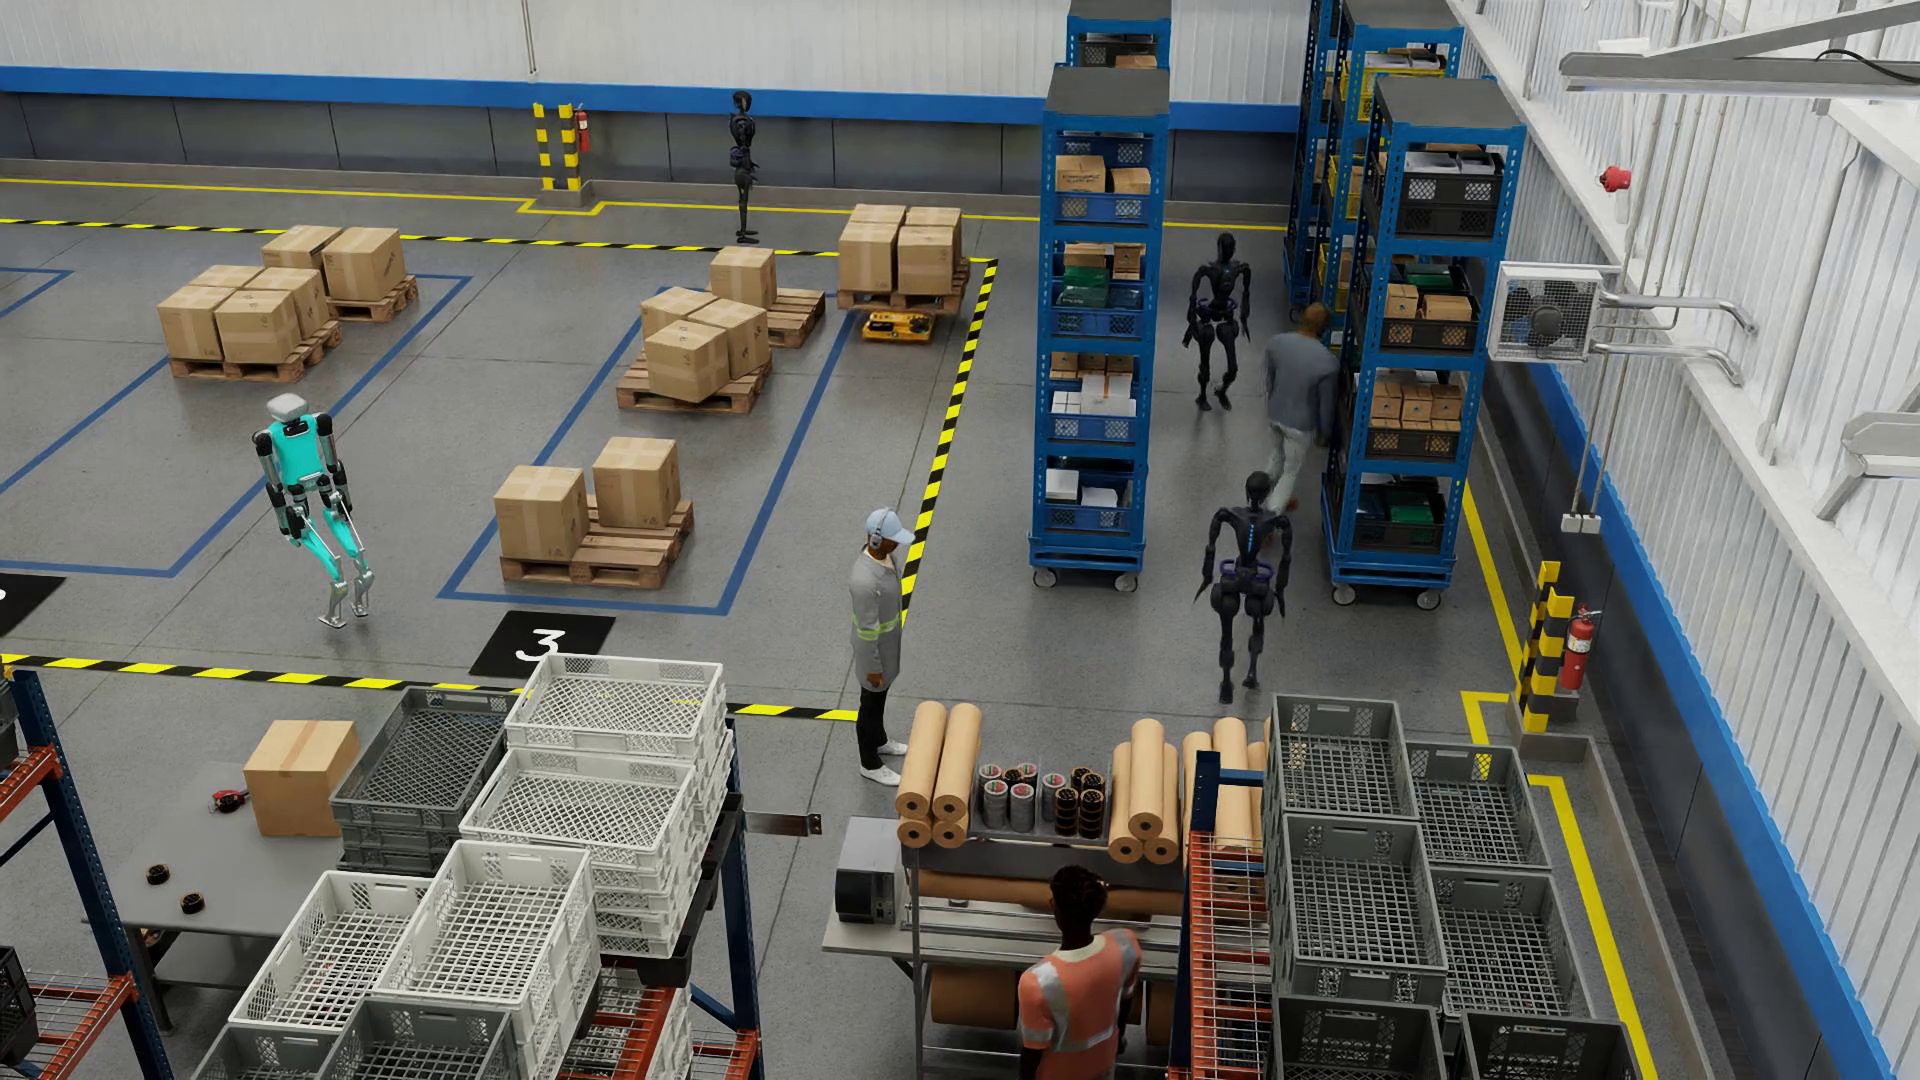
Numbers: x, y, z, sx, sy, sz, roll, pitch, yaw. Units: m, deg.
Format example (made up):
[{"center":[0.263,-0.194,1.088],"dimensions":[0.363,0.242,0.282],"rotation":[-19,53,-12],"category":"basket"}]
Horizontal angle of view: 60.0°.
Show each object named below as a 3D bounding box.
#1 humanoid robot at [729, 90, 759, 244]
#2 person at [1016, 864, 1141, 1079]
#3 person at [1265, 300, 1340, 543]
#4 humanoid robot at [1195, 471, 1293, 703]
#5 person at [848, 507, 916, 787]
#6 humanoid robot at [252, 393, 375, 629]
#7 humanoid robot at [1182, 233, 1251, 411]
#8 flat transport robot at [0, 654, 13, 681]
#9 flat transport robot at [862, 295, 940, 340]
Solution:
[{"center":[-2.377,-4.135,18.364],"dimensions":[0.315,1.655,0.599],"rotation":[-2,30,-4],"category":"humanoid robot"},{"center":[0.479,2.208,7.194],"dimensions":[0.613,1.963,0.361],"rotation":[-19,35,-29],"category":"person"},{"center":[2.478,-0.884,12.578],"dimensions":[0.766,1.898,0.639],"rotation":[-21,36,-32],"category":"person"},{"center":[1.825,0.301,10.760],"dimensions":[0.585,1.648,0.354],"rotation":[5,31,8],"category":"humanoid robot"},{"center":[-0.457,0.625,10.031],"dimensions":[0.397,1.848,0.587],"rotation":[5,31,8],"category":"person"},{"center":[-4.313,-0.139,11.315],"dimensions":[0.533,1.680,0.735],"rotation":[-25,39,-36],"category":"humanoid robot"},{"center":[2.246,-1.903,14.543],"dimensions":[0.608,1.642,0.370],"rotation":[-6,31,-11],"category":"humanoid robot"},{"center":[-7.142,0.969,11.010],"dimensions":[1.431,0.231,0.659],"rotation":[3,30,6],"category":"flat transport robot"},{"center":[-0.550,-2.388,16.747],"dimensions":[0.652,0.197,1.431],"rotation":[3,30,6],"category":"flat transport robot"}]
